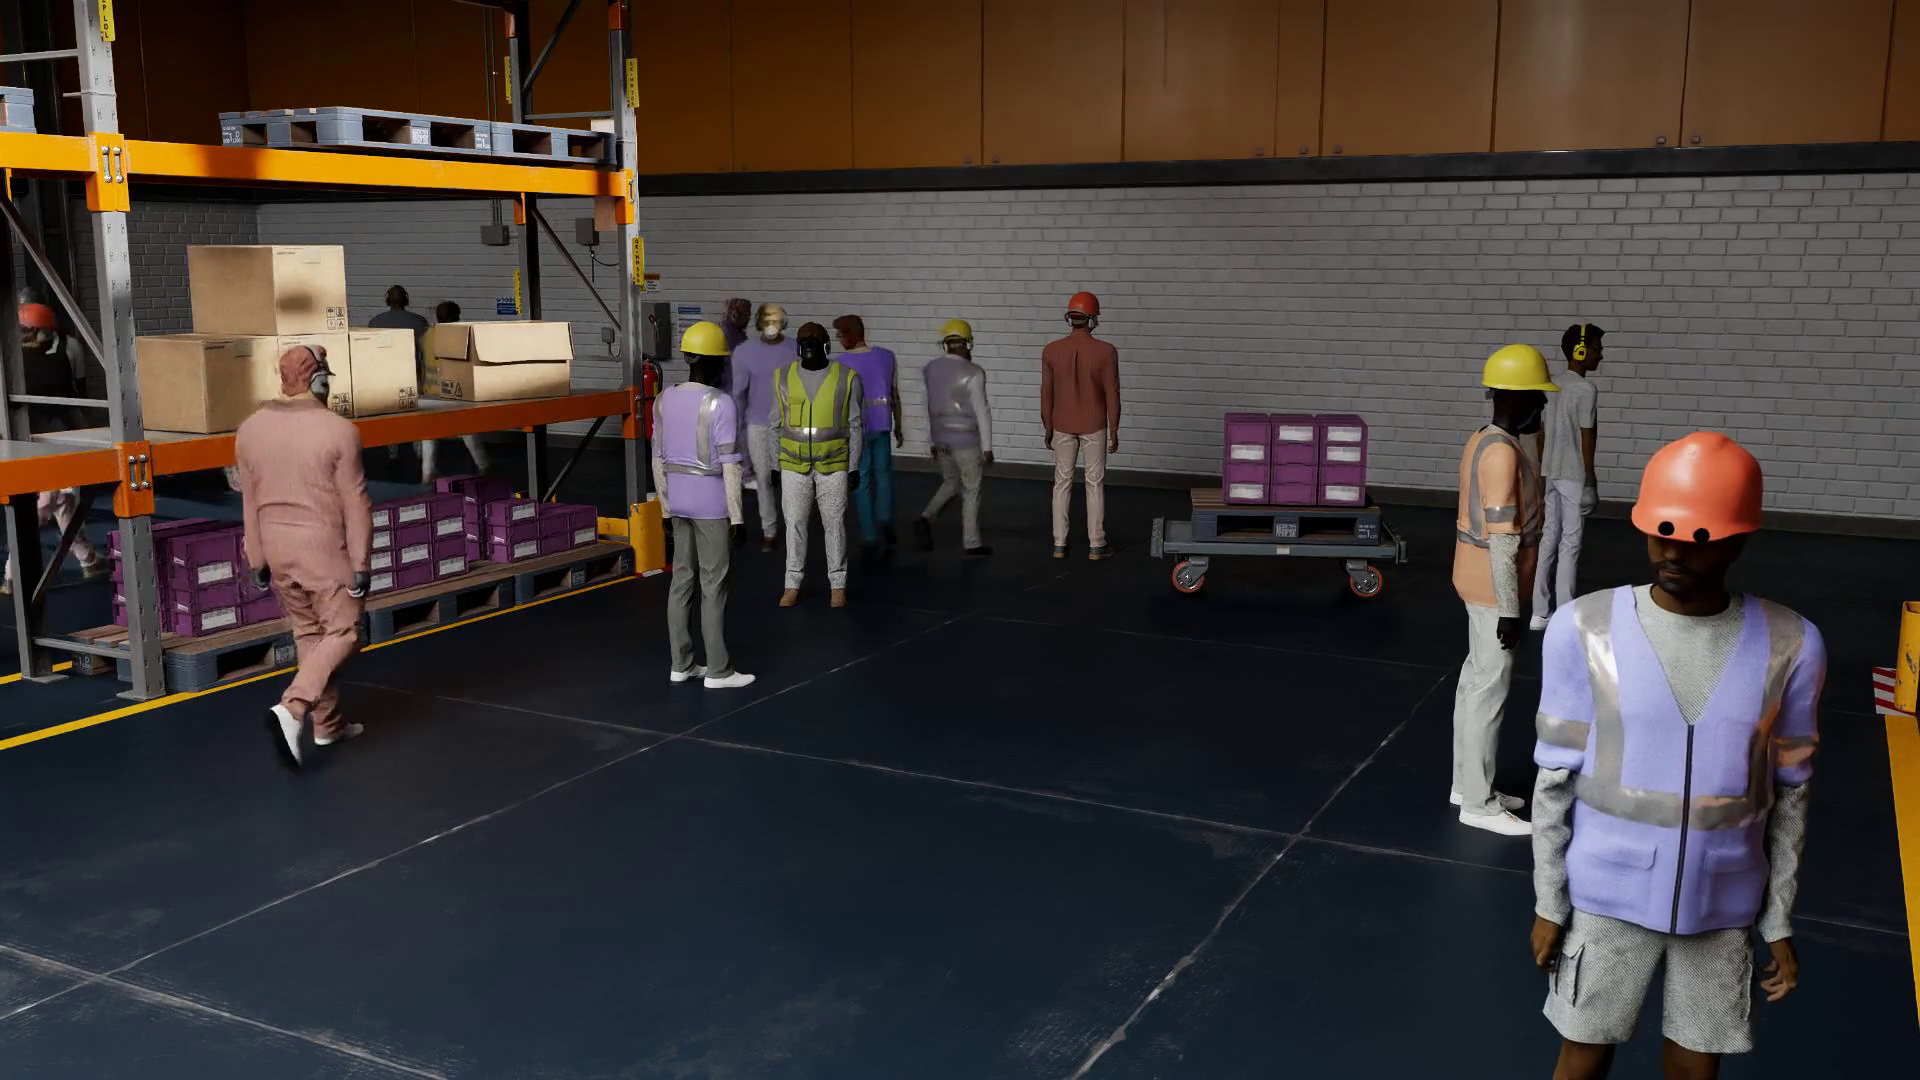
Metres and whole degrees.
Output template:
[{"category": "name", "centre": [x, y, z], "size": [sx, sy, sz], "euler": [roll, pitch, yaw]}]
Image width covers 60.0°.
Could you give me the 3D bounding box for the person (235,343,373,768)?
[{"category": "person", "centre": [-2.925, 0.071, 7.429], "size": [0.650, 1.887, 0.736], "euler": [3, 10, 17]}]

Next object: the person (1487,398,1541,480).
[{"category": "person", "centre": [3.741, -0.472, 11.326], "size": [0.540, 1.611, 0.605], "euler": [-3, 10, -17]}]

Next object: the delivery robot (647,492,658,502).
[{"category": "delivery robot", "centre": [-2.069, -0.271, 12.969], "size": [0.707, 0.478, 0.477], "euler": [-4, 11, -22]}]

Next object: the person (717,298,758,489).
[{"category": "person", "centre": [-2.281, -1.412, 16.072], "size": [0.925, 1.865, 0.668], "euler": [1, 10, 7]}]

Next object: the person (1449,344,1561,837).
[{"category": "person", "centre": [2.144, 0.191, 6.598], "size": [0.362, 1.928, 0.587], "euler": [2, 10, 10]}]

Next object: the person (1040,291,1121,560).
[{"category": "person", "centre": [0.905, -0.847, 12.409], "size": [0.615, 1.994, 0.381], "euler": [4, 10, 20]}]

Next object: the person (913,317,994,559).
[{"category": "person", "centre": [-0.042, -0.741, 12.349], "size": [0.633, 1.806, 0.527], "euler": [10, 14, 44]}]

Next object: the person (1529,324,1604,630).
[{"category": "person", "centre": [3.634, -0.350, 9.918], "size": [0.336, 1.864, 0.521], "euler": [-2, 10, -12]}]

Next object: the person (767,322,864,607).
[{"category": "person", "centre": [-0.935, -0.479, 10.727], "size": [0.626, 1.844, 0.429], "euler": [0, 10, 3]}]

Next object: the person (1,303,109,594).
[{"category": "person", "centre": [-6.184, -0.624, 11.295], "size": [0.623, 1.946, 0.997], "euler": [5, 11, 29]}]

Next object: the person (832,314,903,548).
[{"category": "person", "centre": [-0.715, -0.815, 12.756], "size": [0.642, 1.817, 0.472], "euler": [-6, 11, -29]}]

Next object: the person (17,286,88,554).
[{"category": "person", "centre": [-6.872, -0.878, 12.460], "size": [0.683, 2.000, 0.538], "euler": [-7, 12, -35]}]

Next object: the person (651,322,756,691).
[{"category": "person", "centre": [-1.341, -0.176, 8.726], "size": [0.594, 1.924, 0.382], "euler": [7, 12, 36]}]

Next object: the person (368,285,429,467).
[{"category": "person", "centre": [-5.971, -1.749, 17.797], "size": [0.630, 1.940, 0.372], "euler": [-2, 10, -13]}]

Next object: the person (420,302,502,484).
[{"category": "person", "centre": [-5.060, -1.479, 16.654], "size": [0.650, 1.789, 0.944], "euler": [6, 11, 30]}]

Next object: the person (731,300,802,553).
[{"category": "person", "centre": [-1.422, -0.858, 12.679], "size": [0.640, 1.922, 0.420], "euler": [0, 10, 1]}]

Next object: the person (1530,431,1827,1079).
[{"category": "person", "centre": [1.454, 0.736, 3.421], "size": [0.547, 1.934, 0.375], "euler": [2, 10, 12]}]
